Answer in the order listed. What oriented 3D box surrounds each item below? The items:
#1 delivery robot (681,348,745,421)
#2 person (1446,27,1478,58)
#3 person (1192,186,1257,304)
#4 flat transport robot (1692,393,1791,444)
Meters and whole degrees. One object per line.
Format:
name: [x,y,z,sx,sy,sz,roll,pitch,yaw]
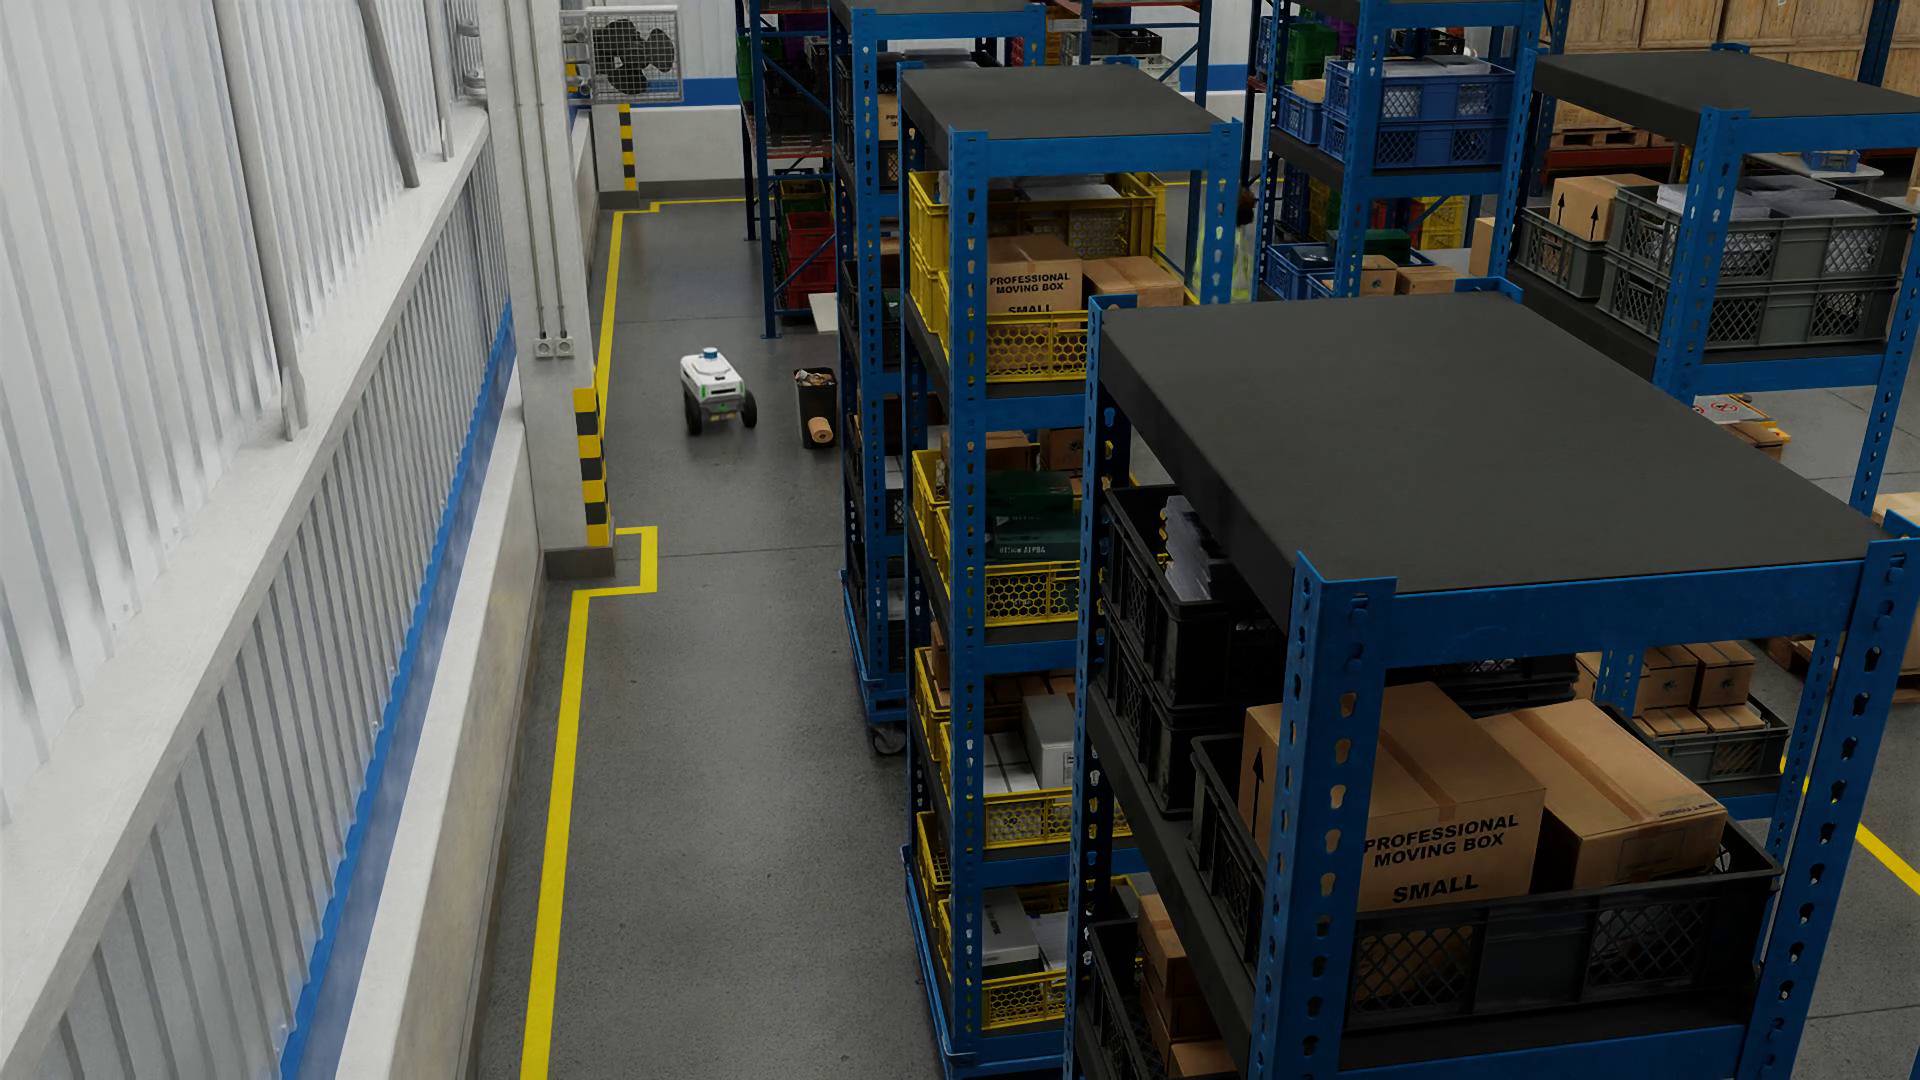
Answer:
delivery robot: [-1.849,-1.191,12.410,0.477,0.478,0.707,-9,26,-19]
person: [5.689,-5.077,19.385,0.574,1.887,0.356,-9,26,-19]
person: [1.820,-1.704,12.152,0.603,1.809,0.672,3,25,6]
flat transport robot: [5.224,-0.859,12.132,1.431,0.197,0.652,-4,25,-8]
